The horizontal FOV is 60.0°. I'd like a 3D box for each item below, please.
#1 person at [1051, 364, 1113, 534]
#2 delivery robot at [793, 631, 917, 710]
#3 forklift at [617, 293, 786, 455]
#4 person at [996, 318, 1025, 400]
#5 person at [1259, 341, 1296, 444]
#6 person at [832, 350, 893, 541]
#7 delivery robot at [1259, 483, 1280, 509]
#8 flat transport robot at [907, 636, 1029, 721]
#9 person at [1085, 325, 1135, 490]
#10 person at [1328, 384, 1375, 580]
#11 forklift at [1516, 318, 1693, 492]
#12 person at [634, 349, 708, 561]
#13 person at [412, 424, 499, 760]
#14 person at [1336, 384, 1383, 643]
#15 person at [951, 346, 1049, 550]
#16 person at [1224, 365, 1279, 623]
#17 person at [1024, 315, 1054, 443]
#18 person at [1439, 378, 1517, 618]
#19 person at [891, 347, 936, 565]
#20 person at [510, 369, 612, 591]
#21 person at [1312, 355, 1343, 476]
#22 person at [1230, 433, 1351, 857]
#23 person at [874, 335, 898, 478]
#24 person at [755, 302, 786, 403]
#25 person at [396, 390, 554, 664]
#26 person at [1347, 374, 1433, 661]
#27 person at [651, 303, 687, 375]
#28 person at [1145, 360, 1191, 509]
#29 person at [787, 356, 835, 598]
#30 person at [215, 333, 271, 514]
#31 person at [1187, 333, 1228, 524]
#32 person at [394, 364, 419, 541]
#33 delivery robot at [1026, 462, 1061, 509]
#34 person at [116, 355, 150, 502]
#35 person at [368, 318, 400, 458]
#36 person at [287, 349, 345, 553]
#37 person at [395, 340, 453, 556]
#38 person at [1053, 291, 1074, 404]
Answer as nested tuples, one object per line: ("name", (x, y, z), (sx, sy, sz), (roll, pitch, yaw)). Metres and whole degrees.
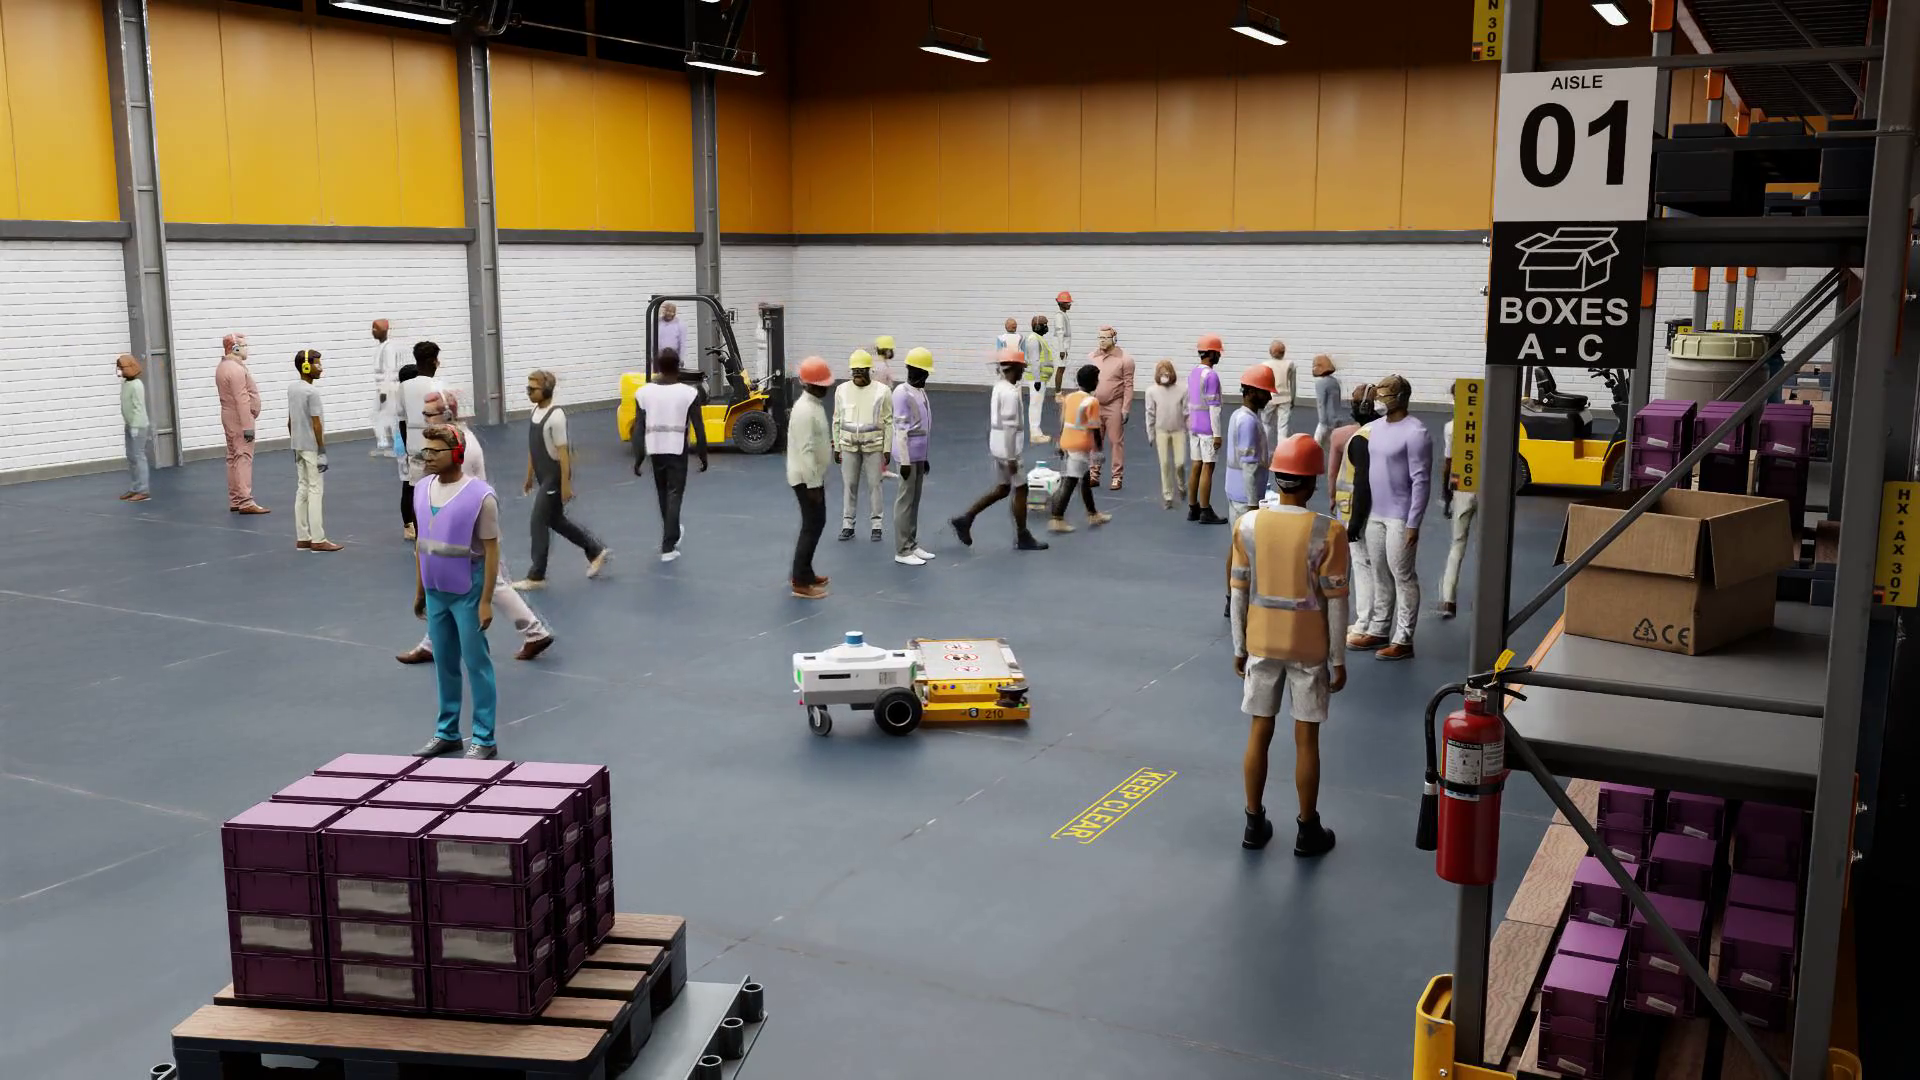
("person", (1.242, -0.900, 16.395), (0.850, 1.647, 0.548), (-4, 11, -24))
("delivery robot", (-0.612, 0.773, 9.624), (0.707, 0.478, 0.477), (-1, 10, -7))
("forklift", (-3.588, -2.317, 23.042), (2.313, 2.155, 1.214), (-1, 10, -5))
("person", (0.866, -2.938, 28.241), (0.524, 1.639, 0.308), (-2, 10, -13))
("person", (4.133, -1.800, 21.771), (0.521, 1.599, 0.855), (0, 10, 3))
("person", (-0.935, -0.900, 15.888), (0.591, 1.833, 0.403), (2, 10, 9))
("delivery robot", (2.896, -0.298, 15.824), (0.477, 0.478, 0.707), (2, 10, 11))
("flat transport robot", (0.025, 0.840, 10.331), (0.652, 0.197, 1.431), (-1, 10, -4))
("person", (1.694, -1.534, 19.346), (0.643, 1.909, 0.410), (5, 11, 29))
("person", (3.054, -0.298, 12.600), (0.533, 1.765, 0.318), (5, 11, 27))
("forklift", (7.066, -1.601, 18.899), (2.313, 2.155, 1.214), (5, 11, 27))
("person", (-2.613, -0.794, 15.171), (0.621, 1.866, 1.007), (1, 10, 8))
("person", (-2.705, 0.288, 8.965), (0.563, 1.847, 0.388), (5, 11, 29))
("person", (2.840, -0.169, 11.631), (0.430, 1.845, 0.624), (6, 11, 31))
("person", (0.372, -0.839, 15.369), (0.826, 1.903, 0.539), (-1, 10, -8))
("person", (2.159, -0.336, 12.350), (0.374, 1.927, 0.542), (0, 10, 2))
("person", (1.155, -2.338, 24.189), (0.429, 1.844, 0.627), (1, 10, 8))
("person", (3.905, -0.306, 12.494), (0.582, 1.829, 0.535), (1, 10, 8))
("person", (-0.404, -0.746, 14.749), (0.383, 1.917, 0.584), (3, 10, 16))
("person", (-3.302, -0.508, 13.694), (0.856, 1.818, 0.518), (-6, 11, -30))
("person", (4.234, -1.319, 19.060), (0.726, 1.577, 0.521), (9, 13, 43))
("person", (1.509, 0.479, 7.597), (0.551, 1.937, 0.357), (5, 11, 28))
("person", (-0.902, -1.615, 20.253), (0.351, 1.754, 0.533), (-1, 10, -7))
("person", (-3.469, -3.422, 30.428), (0.583, 1.863, 0.769), (9, 13, 43))
("person", (-3.253, -0.081, 11.116), (0.988, 1.856, 0.692), (-3, 10, -19))
("person", (2.931, -0.154, 11.262), (0.378, 1.940, 0.629), (-3, 10, -19))
("person", (-5.117, -3.220, 29.225), (0.665, 1.870, 0.476), (0, 10, 0))
("person", (2.253, -1.128, 17.856), (0.541, 1.606, 0.412), (3, 10, 15))
("person", (-1.170, -0.496, 13.230), (0.438, 1.944, 0.755), (0, 10, 1))
("person", (-7.579, -1.226, 17.550), (0.409, 1.913, 0.642), (-8, 12, -38))
("person", (2.515, -1.131, 16.908), (0.349, 1.942, 0.545), (-3, 10, -18))
("person", (-5.254, -0.841, 15.947), (0.321, 1.693, 0.530), (-2, 10, -13))
("delivery robot", (0.848, -0.580, 17.458), (0.477, 0.478, 0.707), (2, 10, 12))
("person", (-9.181, -1.240, 18.455), (0.316, 1.629, 0.520), (-9, 13, -43))
("person", (-7.749, -2.022, 22.256), (0.632, 1.866, 0.592), (-6, 11, -30))
("person", (-5.981, -0.817, 15.319), (0.517, 1.865, 0.334), (8, 13, 40))
("person", (-4.786, -0.822, 15.046), (0.605, 1.966, 0.367), (3, 10, 19))
("person", (1.893, -3.512, 30.399), (0.375, 2.043, 0.611), (1, 10, 6))
